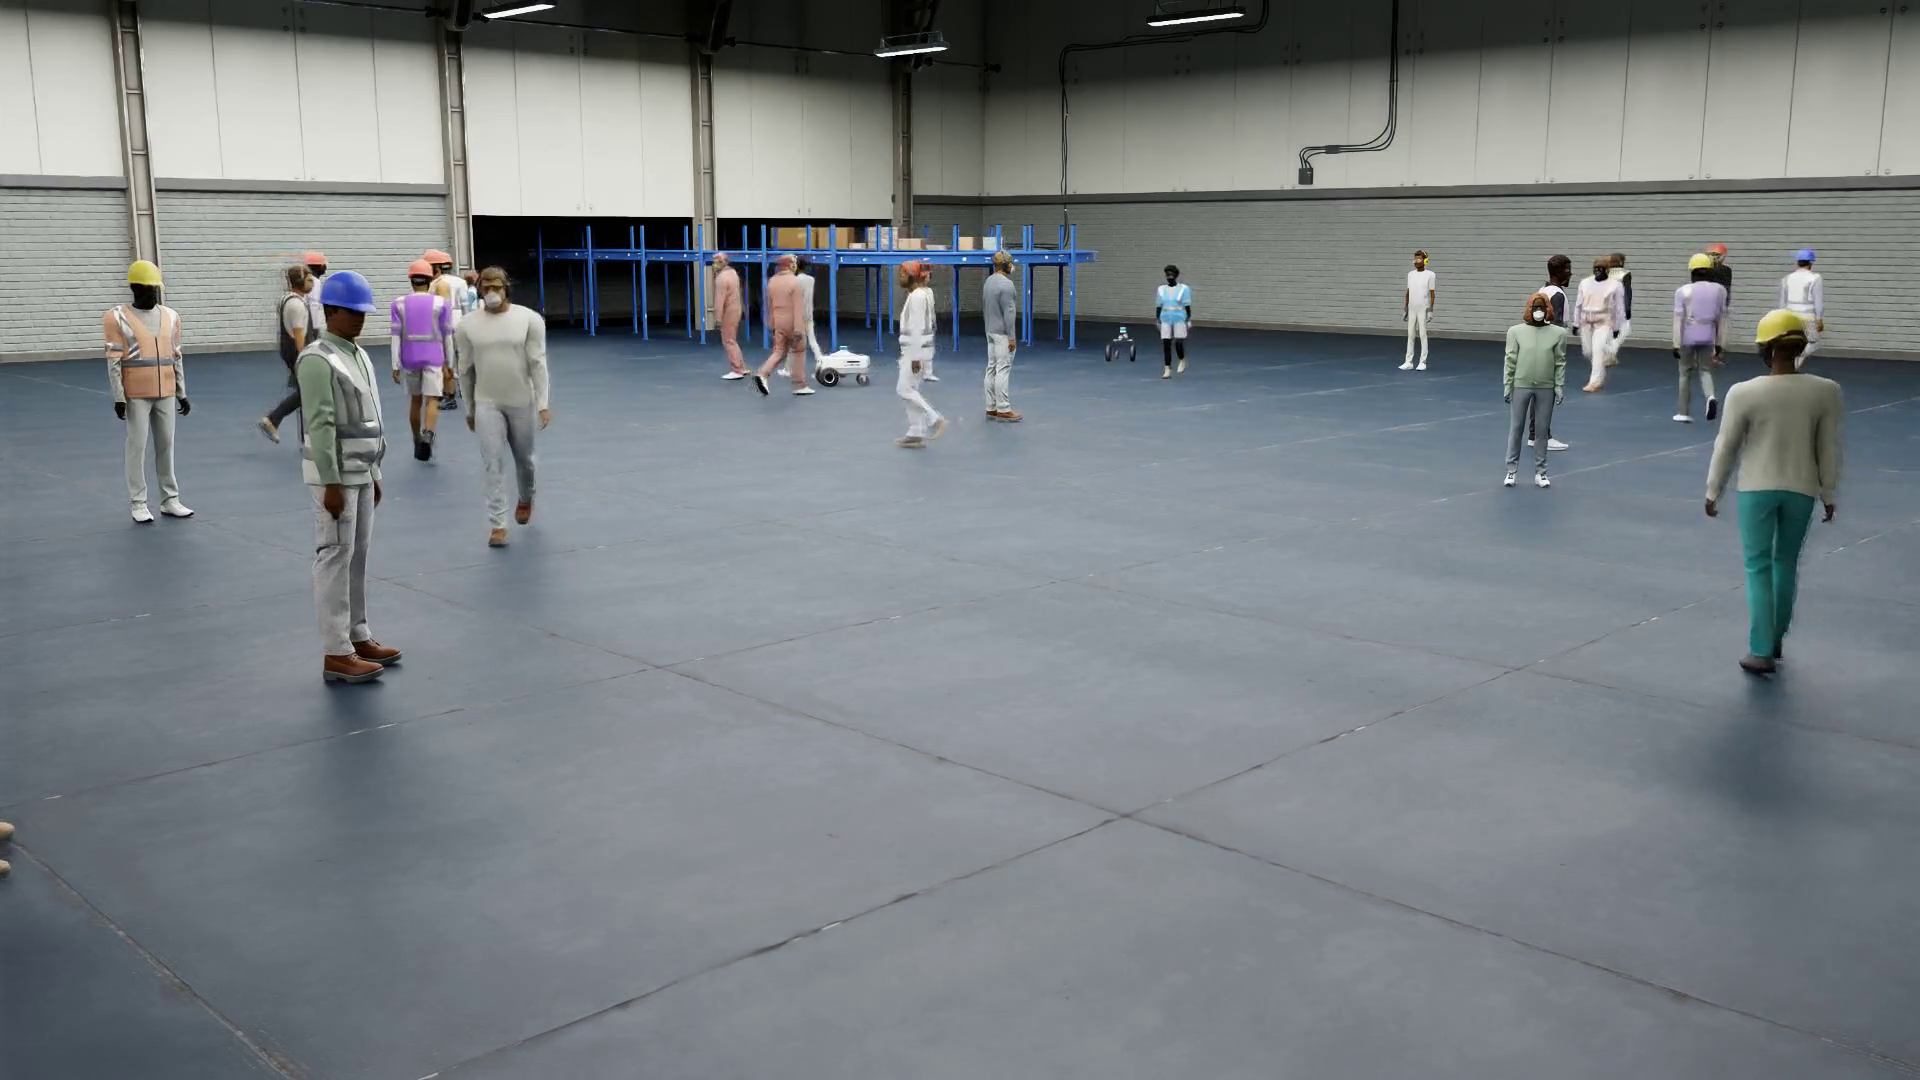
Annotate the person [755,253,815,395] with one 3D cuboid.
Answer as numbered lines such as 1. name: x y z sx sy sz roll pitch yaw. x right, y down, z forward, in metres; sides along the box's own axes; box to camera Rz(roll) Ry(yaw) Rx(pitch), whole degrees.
1. person: -2.318 -2.847 21.997 0.650 1.883 0.822 10 14 42

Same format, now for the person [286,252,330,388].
1. person: -8.836 -3.002 22.838 0.980 1.890 0.563 -6 12 -28

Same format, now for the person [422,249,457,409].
1. person: -6.403 -2.580 20.382 0.362 1.934 0.551 -6 12 -28

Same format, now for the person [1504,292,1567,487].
1. person: 4.857 -1.273 14.082 0.500 1.633 0.280 2 11 11

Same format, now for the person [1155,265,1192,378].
1. person: 3.168 -3.241 24.684 0.584 1.674 0.386 5 11 24

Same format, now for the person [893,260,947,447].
1. person: -0.448 -1.854 16.608 0.459 1.865 0.596 -1 10 -4

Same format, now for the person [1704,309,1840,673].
1. person: 3.936 -0.250 8.151 0.553 1.746 0.637 1 10 5

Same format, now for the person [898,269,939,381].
1. person: -0.590 -3.137 24.288 0.522 1.619 0.525 7 12 32

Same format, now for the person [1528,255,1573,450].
1. person: 5.881 -1.875 16.584 0.377 1.917 0.599 1 10 5

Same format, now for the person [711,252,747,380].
1. person: -3.423 -3.300 24.501 0.451 1.868 0.694 2 11 10

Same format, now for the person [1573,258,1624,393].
1. person: 8.752 -2.949 22.740 0.792 1.813 0.618 -9 14 -42

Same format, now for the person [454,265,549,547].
1. person: -3.178 -0.960 11.631 0.631 1.916 0.871 -2 10 -8

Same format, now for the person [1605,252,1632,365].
1. person: 10.655 -3.754 27.060 0.430 1.831 0.656 -5 12 -27

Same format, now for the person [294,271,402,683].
1. person: -2.944 -0.313 8.004 0.402 1.941 0.602 0 10 0

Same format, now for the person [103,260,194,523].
1. person: -6.031 -1.111 12.393 0.366 1.928 0.585 7 12 32

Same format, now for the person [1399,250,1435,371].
1. person: 7.216 -3.612 26.189 0.519 1.873 0.328 10 15 44

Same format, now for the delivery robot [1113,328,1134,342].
1. delivery robot: 2.776 -3.503 28.335 0.335 0.223 0.698 2 11 14

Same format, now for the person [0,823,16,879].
1. person: -3.384 0.271 5.526 0.331 1.698 0.586 -8 13 -37

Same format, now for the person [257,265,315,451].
1. person: -6.567 -1.777 16.313 0.588 1.825 0.537 -7 12 -32

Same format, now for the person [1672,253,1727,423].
1. person: 8.302 -2.262 18.705 0.600 1.914 0.618 0 10 -1

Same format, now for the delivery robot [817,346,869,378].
1. delivery robot: -1.662 -2.515 23.657 0.707 0.478 0.477 -2 11 -12

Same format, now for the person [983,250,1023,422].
1. person: 0.479 -2.340 19.067 0.366 1.939 0.635 -5 11 -24

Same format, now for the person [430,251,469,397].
1. person: -6.709 -2.815 21.768 0.568 1.911 0.640 -3 11 -14

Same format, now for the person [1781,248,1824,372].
1. person: 11.782 -3.113 23.293 0.644 1.931 0.645 -4 11 -23

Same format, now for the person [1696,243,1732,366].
1. person: 12.213 -3.795 26.892 0.616 1.970 0.646 -6 12 -30

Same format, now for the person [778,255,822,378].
1. person: -2.343 -3.333 24.832 0.512 1.823 0.987 -9 14 -40

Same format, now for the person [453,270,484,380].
1. person: -7.098 -3.083 24.027 0.832 1.595 0.533 -1 10 -5

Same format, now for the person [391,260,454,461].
1. person: -5.074 -1.683 15.665 0.550 1.891 0.849 -1 10 -5
